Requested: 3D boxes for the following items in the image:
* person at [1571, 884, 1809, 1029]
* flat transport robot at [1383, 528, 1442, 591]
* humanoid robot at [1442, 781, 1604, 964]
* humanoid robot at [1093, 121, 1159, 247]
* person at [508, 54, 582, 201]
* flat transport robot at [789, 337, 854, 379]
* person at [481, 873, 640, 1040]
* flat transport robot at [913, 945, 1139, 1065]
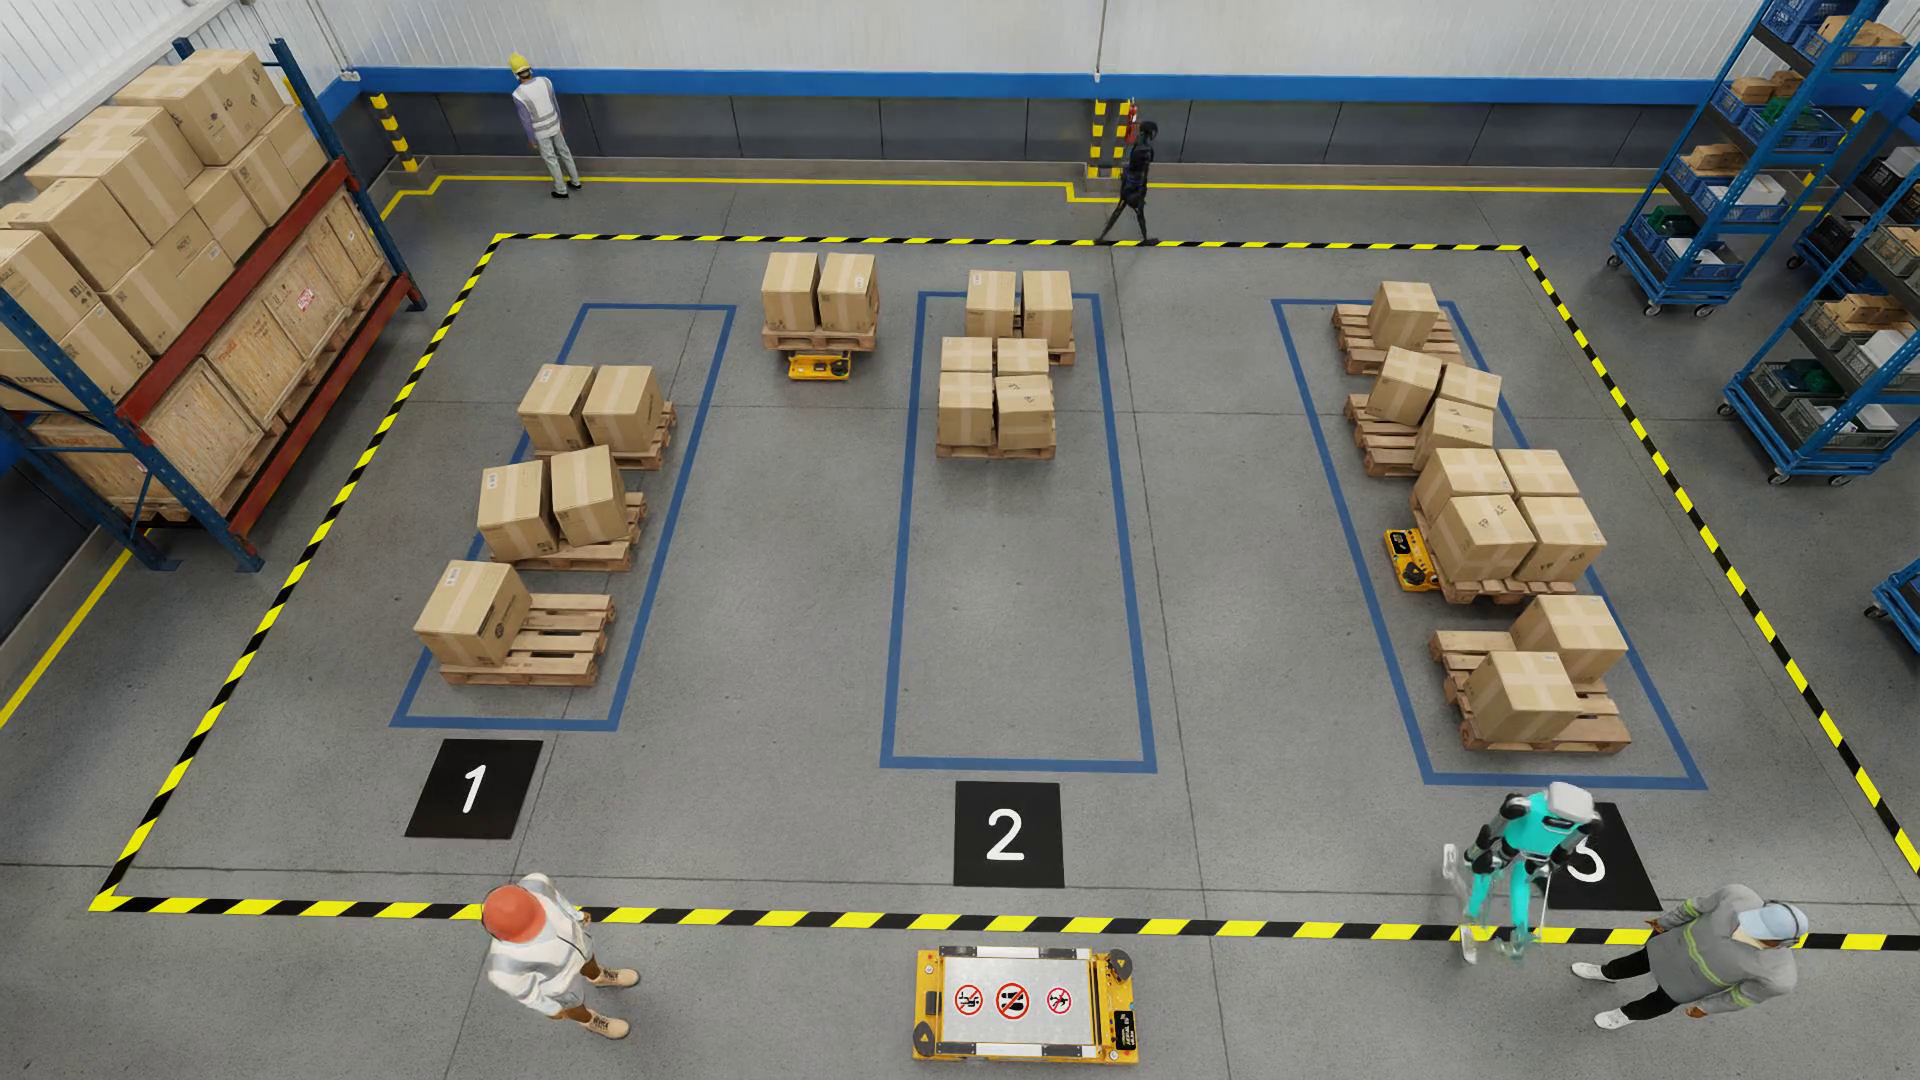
[{"bbox_3d":[4.313,2.498,5.429,0.392,1.851,0.587,-1,51,-1],"label":"person"},{"bbox_3d":[4.689,0.155,8.342,1.431,0.197,0.652,1,51,1],"label":"flat transport robot"},{"bbox_3d":[3.476,2.166,5.776,0.546,1.725,1.028,10,52,8],"label":"humanoid robot"},{"bbox_3d":[2.111,-4.307,11.129,0.836,1.616,0.598,-7,51,-6],"label":"humanoid robot"},{"bbox_3d":[-5.354,-5.285,11.792,0.404,1.821,0.589,25,55,19],"label":"person"},{"bbox_3d":[-1.527,-2.361,10.392,0.652,0.197,1.431,1,51,1],"label":"flat transport robot"},{"bbox_3d":[-2.308,2.442,5.353,0.382,2.039,0.613,0,51,0],"label":"person"},{"bbox_3d":[0.422,3.041,6.007,1.431,0.231,0.659,1,51,1],"label":"flat transport robot"}]
